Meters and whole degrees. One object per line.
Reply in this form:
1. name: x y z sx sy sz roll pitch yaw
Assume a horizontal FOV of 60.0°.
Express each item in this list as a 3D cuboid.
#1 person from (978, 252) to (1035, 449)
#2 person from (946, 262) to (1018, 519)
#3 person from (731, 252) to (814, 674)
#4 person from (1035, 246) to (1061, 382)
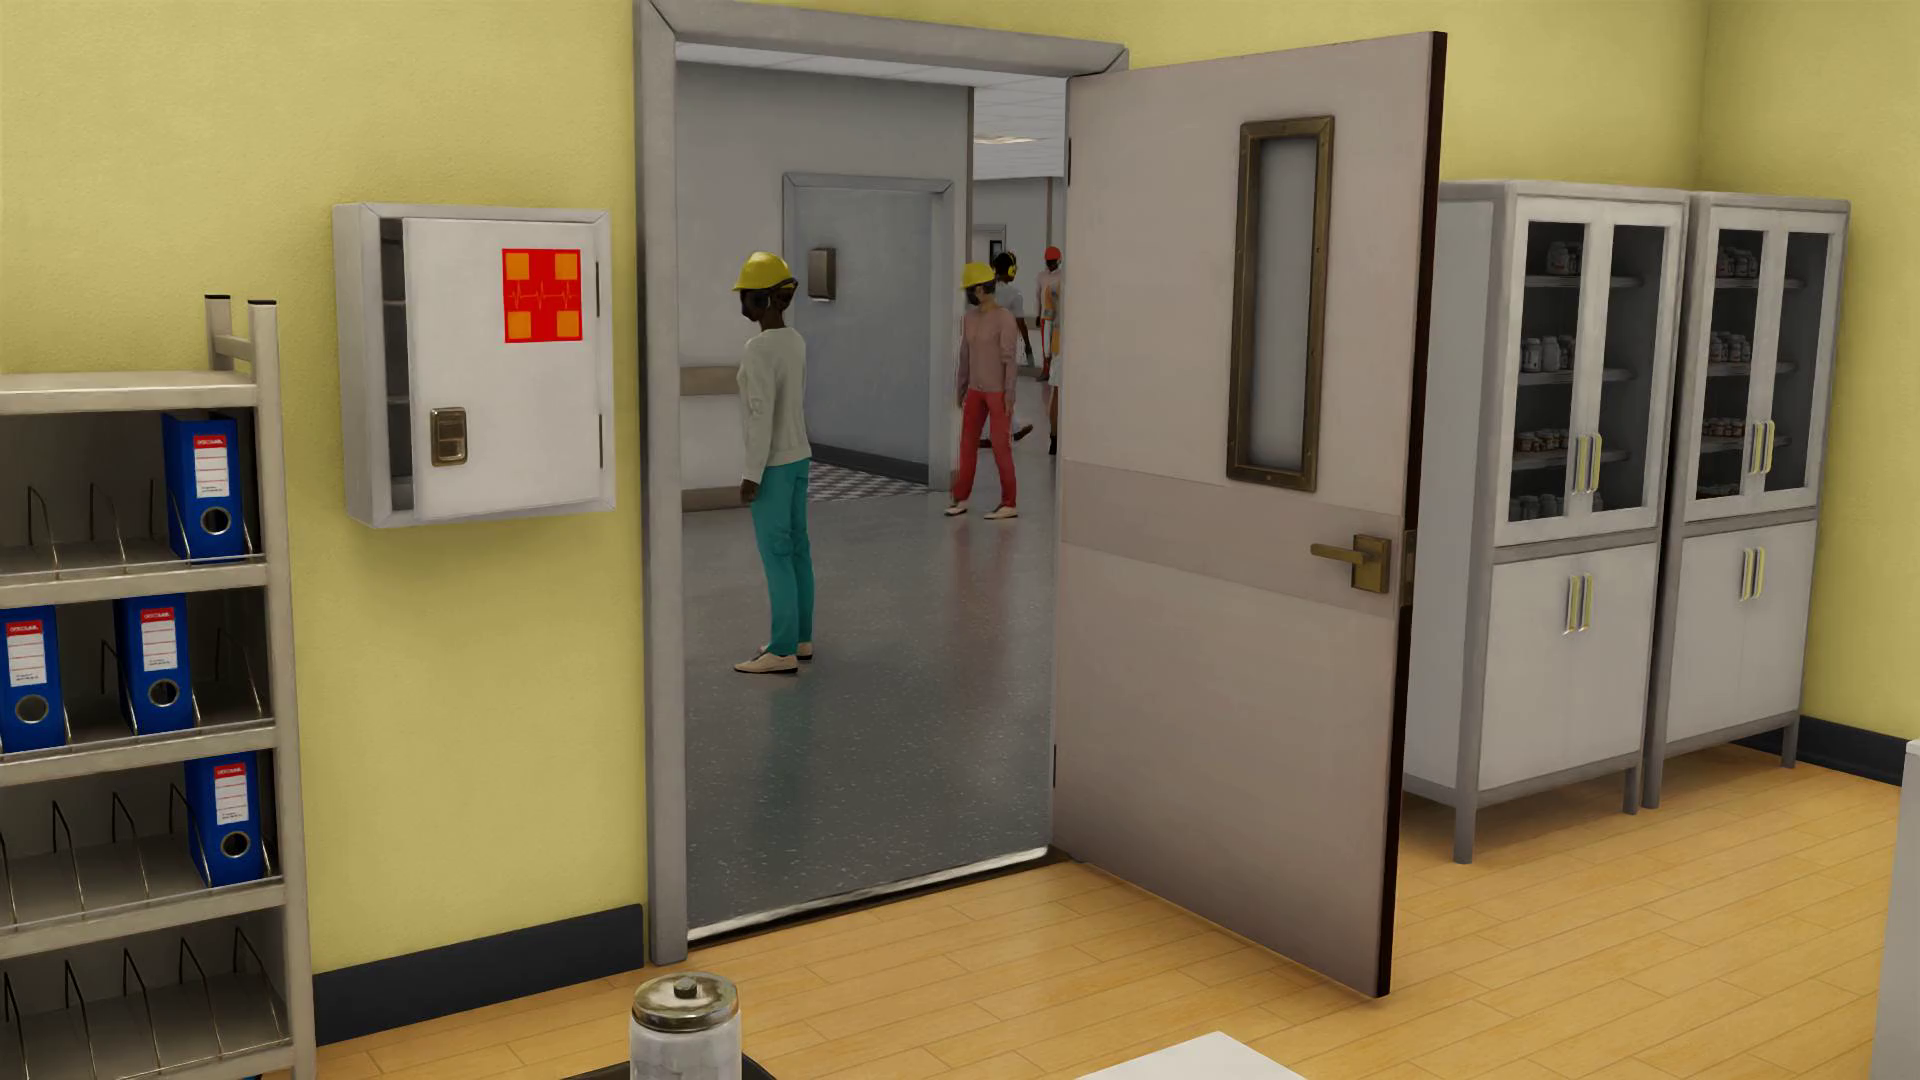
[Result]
1. person: 0.458 -1.774 15.634 0.563 1.819 0.953 10 13 43
2. person: 0.156 -1.007 11.293 0.430 1.743 0.567 -7 13 -40
3. person: -0.803 -0.318 7.015 0.331 1.767 0.527 3 10 14
4. person: 1.347 -3.273 24.245 0.631 1.982 0.428 9 12 39
